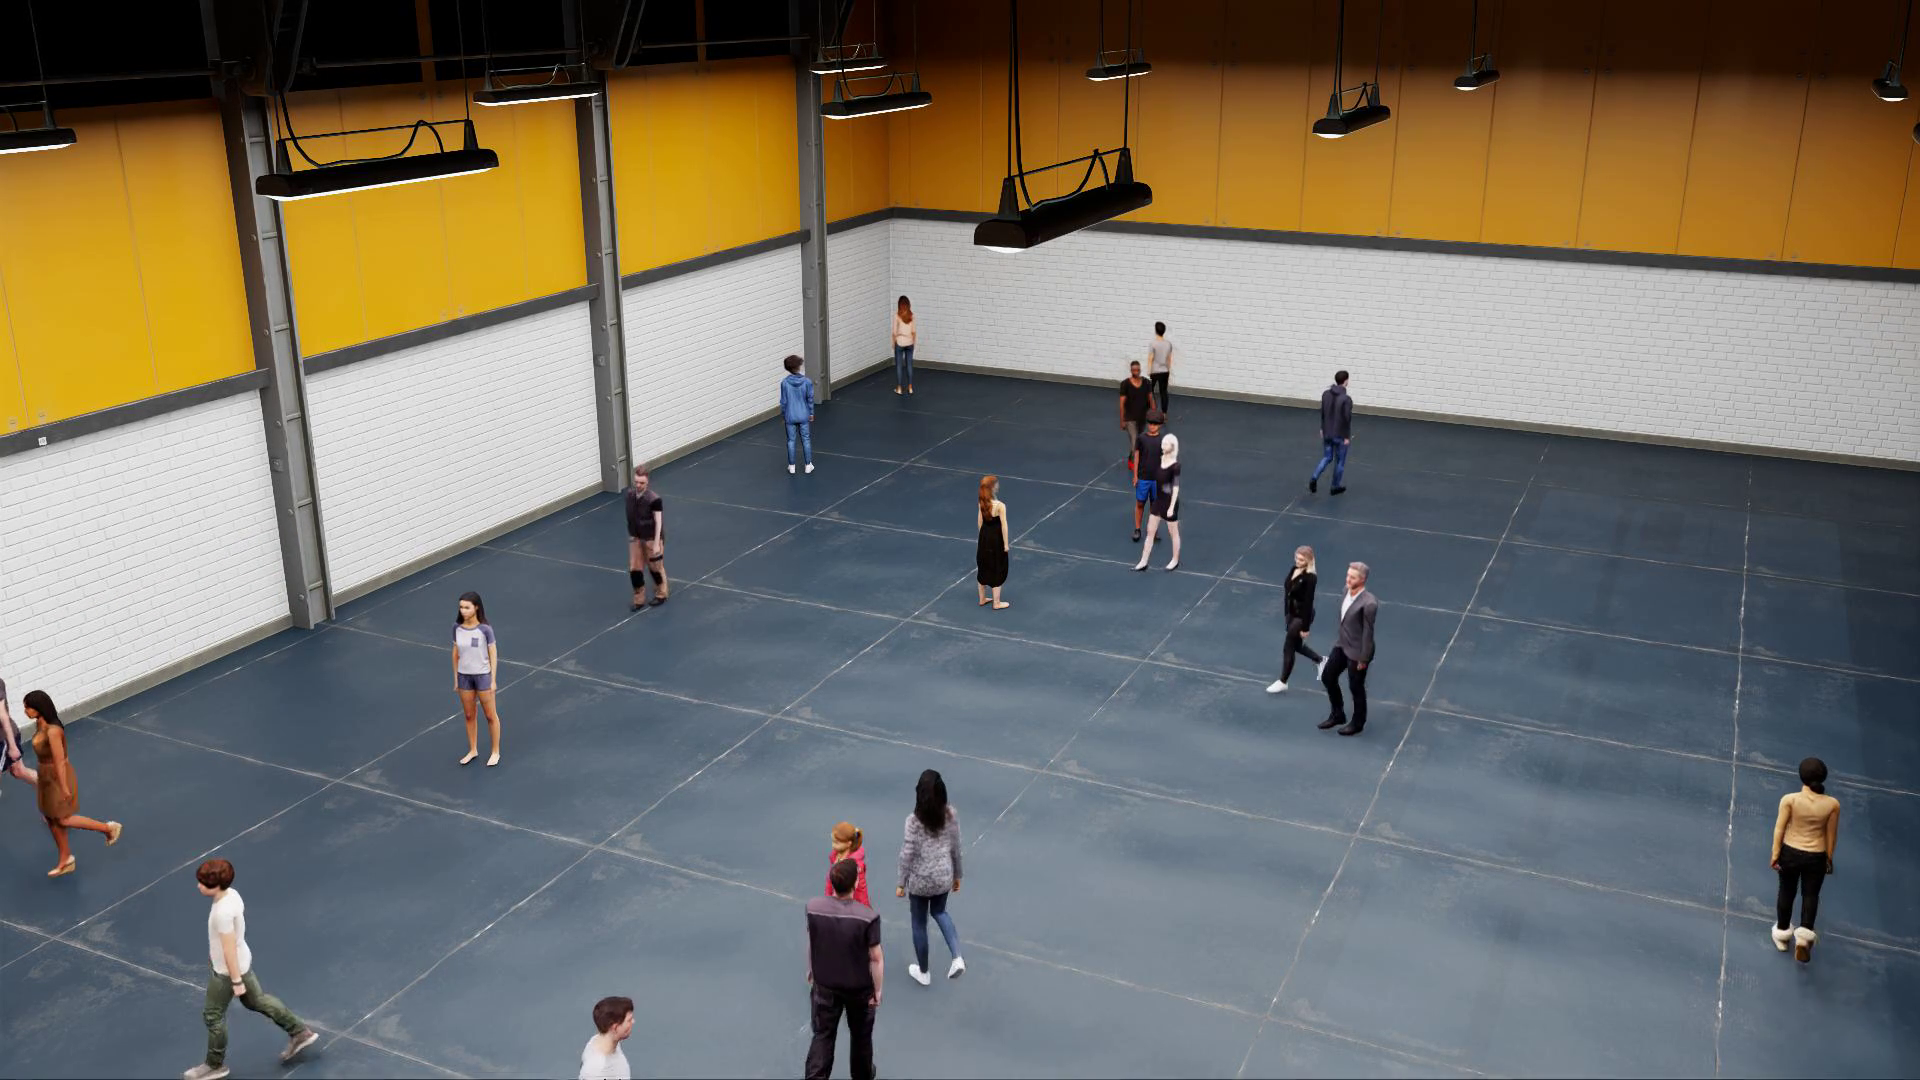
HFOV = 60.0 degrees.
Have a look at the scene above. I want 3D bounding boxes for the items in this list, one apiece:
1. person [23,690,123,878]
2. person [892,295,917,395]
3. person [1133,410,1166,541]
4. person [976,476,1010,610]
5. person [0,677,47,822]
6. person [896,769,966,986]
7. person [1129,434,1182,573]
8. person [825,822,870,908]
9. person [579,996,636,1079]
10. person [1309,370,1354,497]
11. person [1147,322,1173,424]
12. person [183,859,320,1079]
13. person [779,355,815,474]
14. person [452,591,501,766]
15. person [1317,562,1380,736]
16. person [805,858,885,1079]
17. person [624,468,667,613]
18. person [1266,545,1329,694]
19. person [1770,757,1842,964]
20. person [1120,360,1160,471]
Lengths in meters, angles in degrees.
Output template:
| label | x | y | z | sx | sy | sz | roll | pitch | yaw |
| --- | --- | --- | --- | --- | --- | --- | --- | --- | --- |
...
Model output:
| label | x | y | z | sx | sy | sz | roll | pitch | yaw |
| --- | --- | --- | --- | --- | --- | --- | --- | --- | --- |
| person | -7.438 | 2.011 | 13.869 | 0.736 | 1.668 | 0.915 | 18 | 25 | 42 |
| person | -1.008 | -3.550 | 30.191 | 0.666 | 1.790 | 0.720 | -6 | 20 | -17 |
| person | 2.539 | -0.878 | 22.253 | 0.687 | 1.792 | 0.690 | 0 | 19 | 1 |
| person | 0.373 | 0.017 | 19.859 | 0.641 | 1.624 | 0.645 | 15 | 24 | 38 |
| person | -8.286 | 1.710 | 14.543 | 1.257 | 1.809 | 0.937 | -18 | 25 | -42 |
| person | -0.174 | 2.536 | 12.234 | 0.870 | 1.717 | 0.912 | -11 | 22 | -29 |
| person | 2.674 | -0.451 | 20.962 | 1.072 | 1.807 | 0.906 | -13 | 22 | -33 |
| person | -0.767 | 2.692 | 12.439 | 0.932 | 1.291 | 0.787 | -12 | 22 | -32 |
| person | -2.129 | 3.454 | 9.403 | 1.172 | 1.783 | 1.204 | -2 | 19 | -6 |
| person | 5.356 | -1.515 | 24.021 | 1.092 | 1.871 | 0.927 | -15 | 24 | -37 |
| person | 3.393 | -2.809 | 28.147 | 0.994 | 1.691 | 1.090 | -5 | 19 | -15 |
| person | -4.849 | 2.902 | 11.298 | 1.115 | 1.620 | 1.068 | -6 | 20 | -18 |
| person | -2.481 | -1.918 | 25.322 | 0.757 | 1.805 | 0.739 | -1 | 19 | -4 |
| person | -4.613 | 1.307 | 15.855 | 0.639 | 1.734 | 0.604 | 3 | 19 | 8 |
| person | 3.955 | 1.060 | 16.451 | 0.937 | 1.822 | 0.883 | -7 | 20 | -20 |
| person | -0.796 | 2.940 | 10.857 | 0.857 | 1.830 | 1.124 | 5 | 19 | 14 |
| person | -3.708 | -0.039 | 19.774 | 0.718 | 1.786 | 0.869 | 10 | 21 | 27 |
| person | 3.631 | 0.827 | 17.411 | 1.081 | 1.652 | 1.024 | -6 | 19 | -16 |
| person | 6.409 | 2.445 | 12.613 | 0.611 | 1.648 | 0.835 | 7 | 20 | 21 |
| person | 2.637 | -1.861 | 25.218 | 1.105 | 1.763 | 1.184 | -7 | 20 | -19 |
